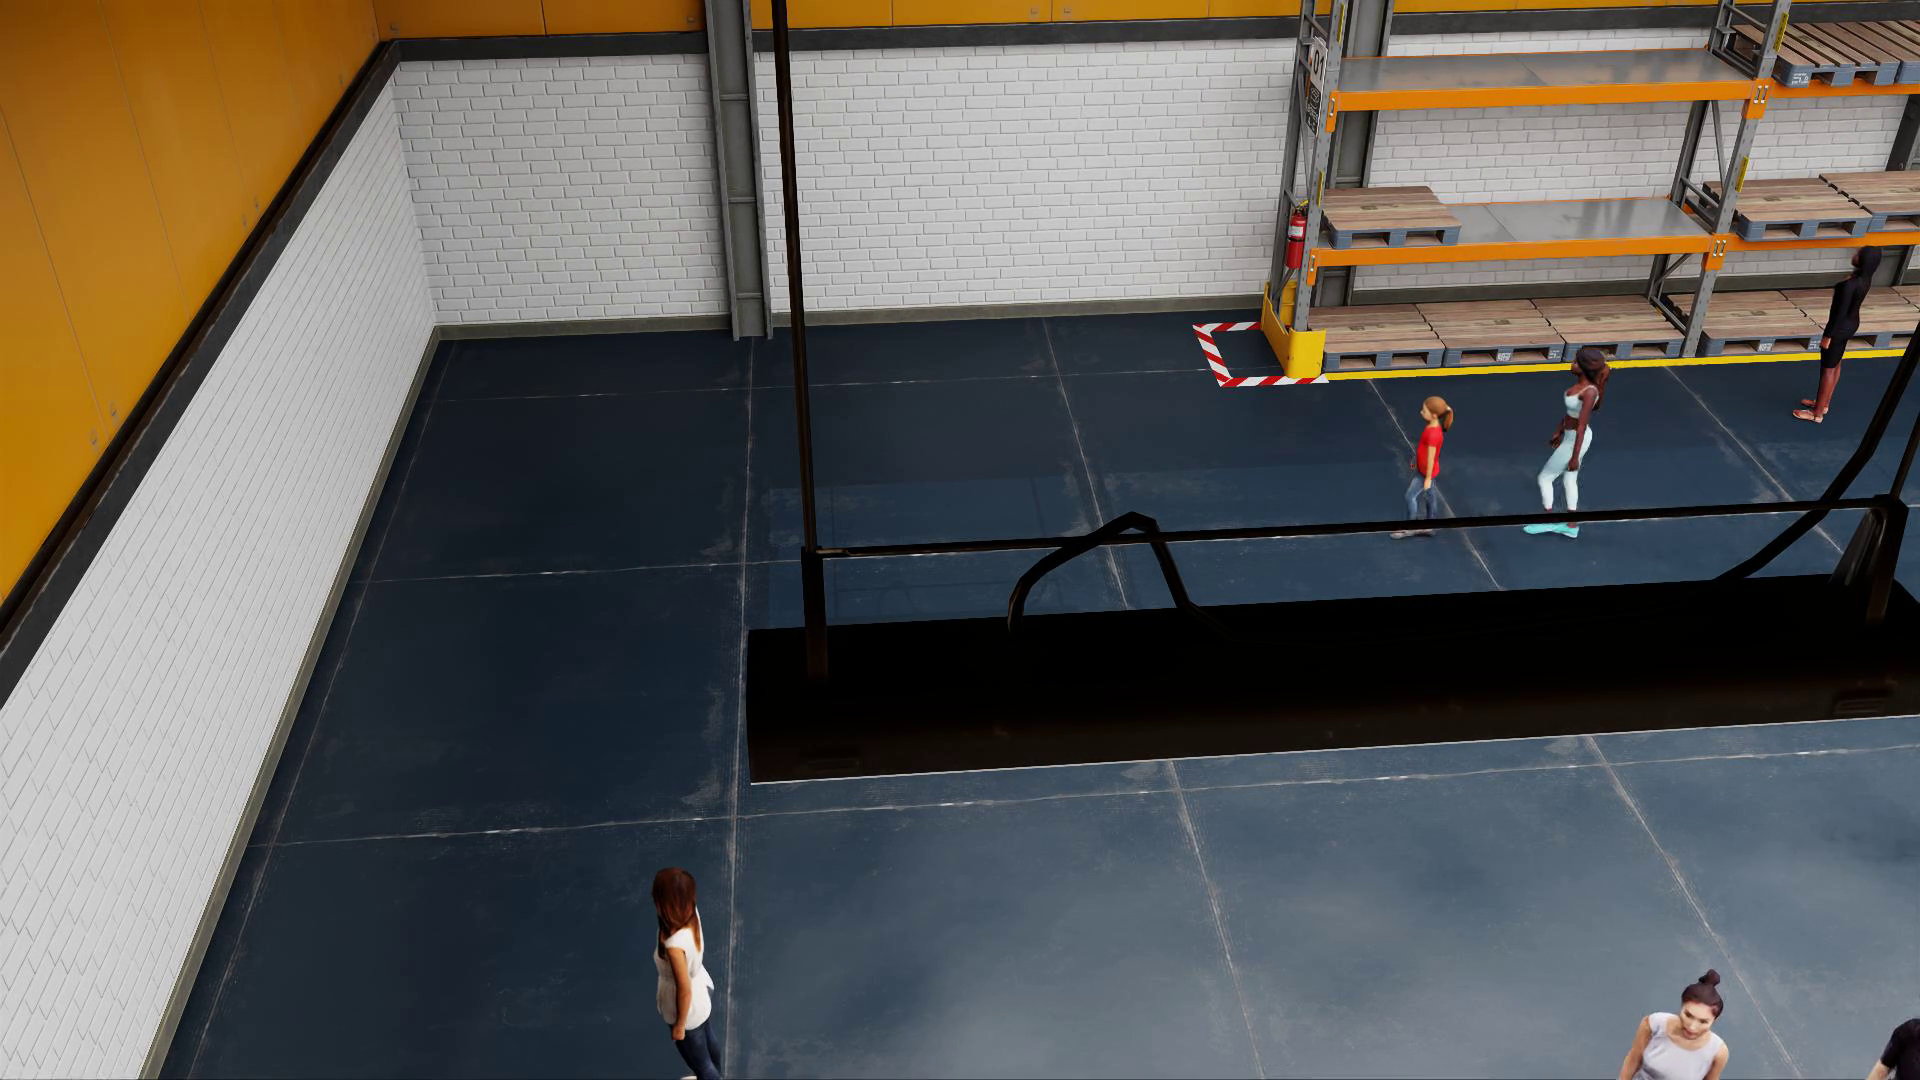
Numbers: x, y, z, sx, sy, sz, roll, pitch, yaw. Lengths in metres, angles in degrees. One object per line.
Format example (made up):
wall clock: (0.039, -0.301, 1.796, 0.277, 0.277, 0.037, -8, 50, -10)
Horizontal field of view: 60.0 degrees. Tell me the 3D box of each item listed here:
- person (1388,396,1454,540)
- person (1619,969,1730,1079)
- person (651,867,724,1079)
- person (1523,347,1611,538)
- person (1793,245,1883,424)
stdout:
person: (3.861, -0.561, 13.508, 0.670, 1.296, 0.588, 7, 34, 11)
person: (3.514, 2.738, 8.307, 1.030, 1.560, 1.066, 23, 40, 31)
person: (-1.398, 2.379, 8.645, 0.528, 1.784, 0.605, -1, 34, -2)
person: (5.031, -0.748, 13.419, 0.770, 1.705, 0.707, 9, 35, 13)
person: (8.001, -1.894, 15.135, 0.740, 1.716, 0.678, 25, 41, 33)
